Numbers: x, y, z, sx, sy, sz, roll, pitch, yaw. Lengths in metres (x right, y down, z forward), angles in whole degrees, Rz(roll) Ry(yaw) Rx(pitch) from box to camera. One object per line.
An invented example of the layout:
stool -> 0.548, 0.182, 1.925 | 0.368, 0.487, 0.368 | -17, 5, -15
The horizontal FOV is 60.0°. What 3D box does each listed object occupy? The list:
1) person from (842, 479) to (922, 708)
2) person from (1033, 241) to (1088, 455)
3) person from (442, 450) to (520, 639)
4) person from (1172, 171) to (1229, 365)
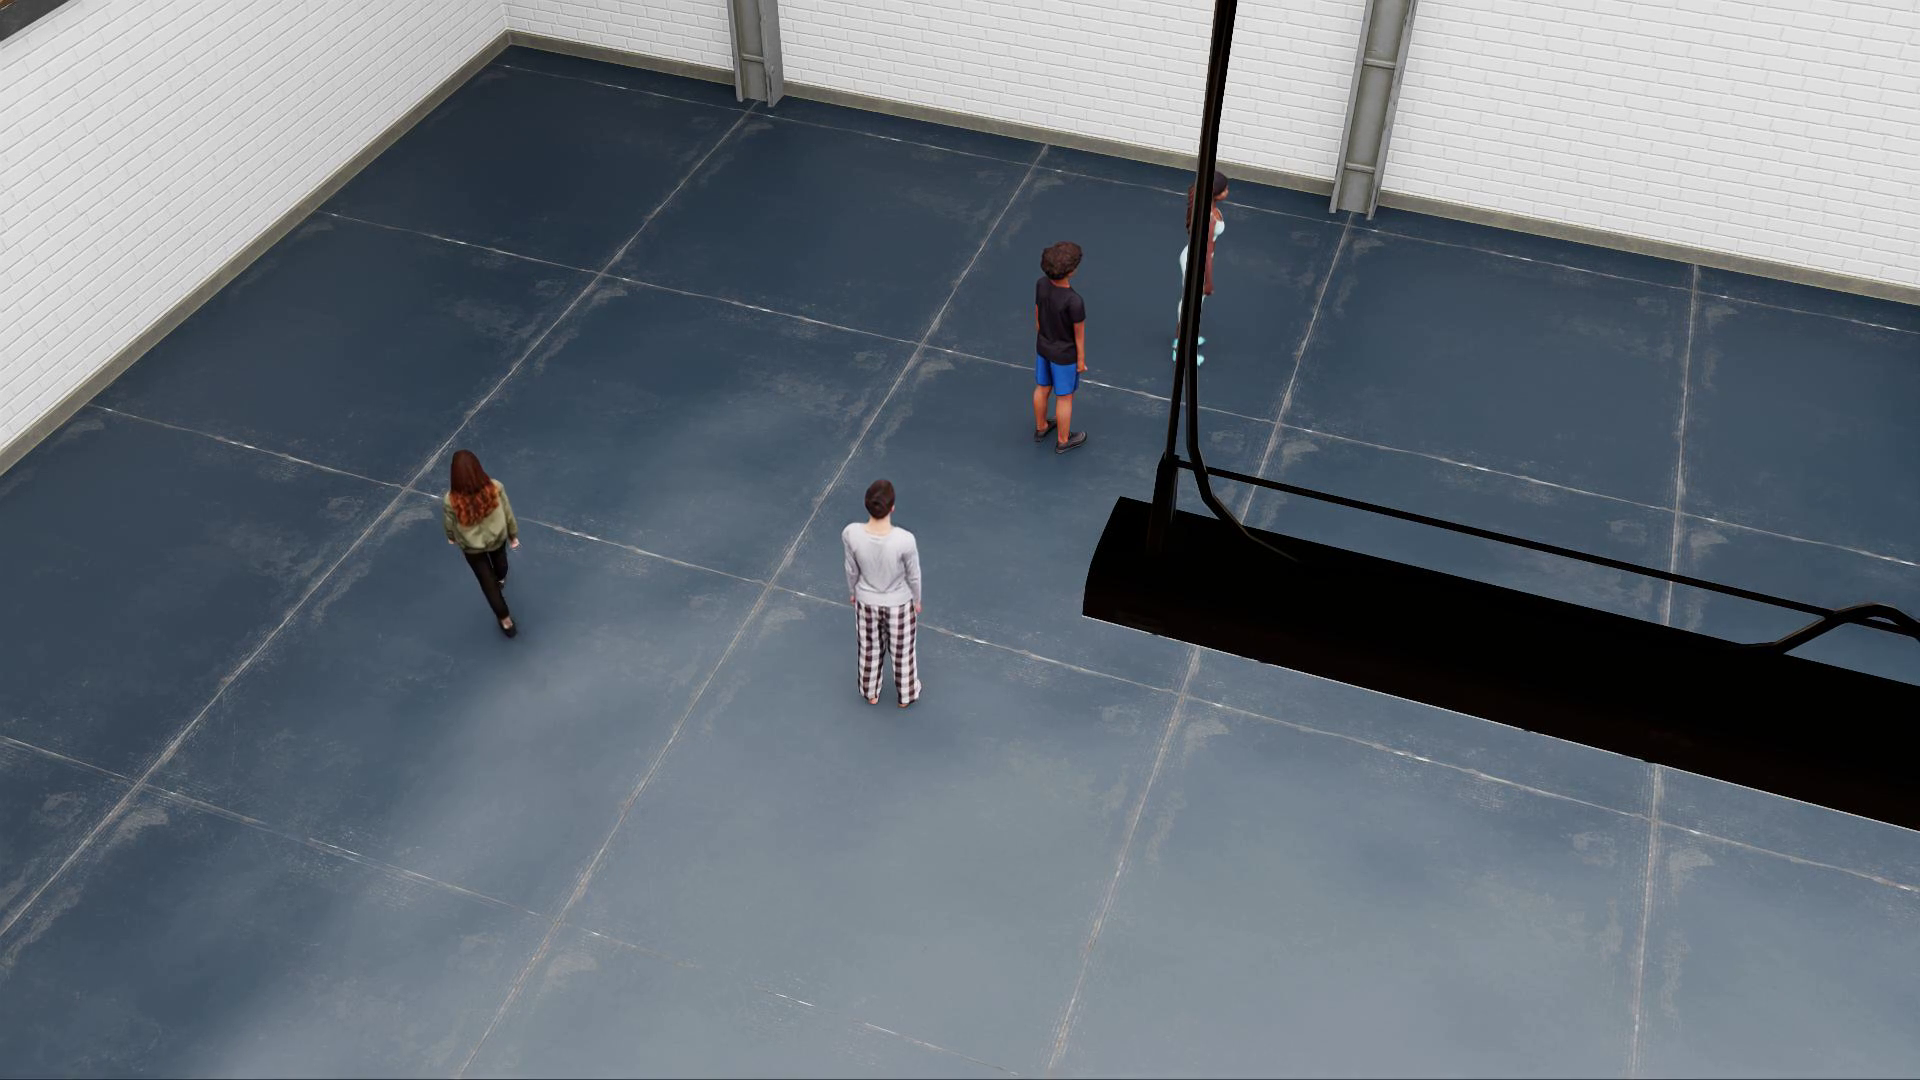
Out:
person -> -0.469, 0.361, 10.385 | 0.523, 1.847, 0.717 | 7, 44, 7
person -> 0.725, -1.424, 12.293 | 0.646, 1.799, 0.758 | 33, 53, 30
person -> -3.128, 0.058, 10.995 | 0.942, 1.444, 1.017 | -20, 47, -20
person -> 1.865, -2.157, 13.117 | 0.661, 1.724, 0.646 | -4, 44, -4
